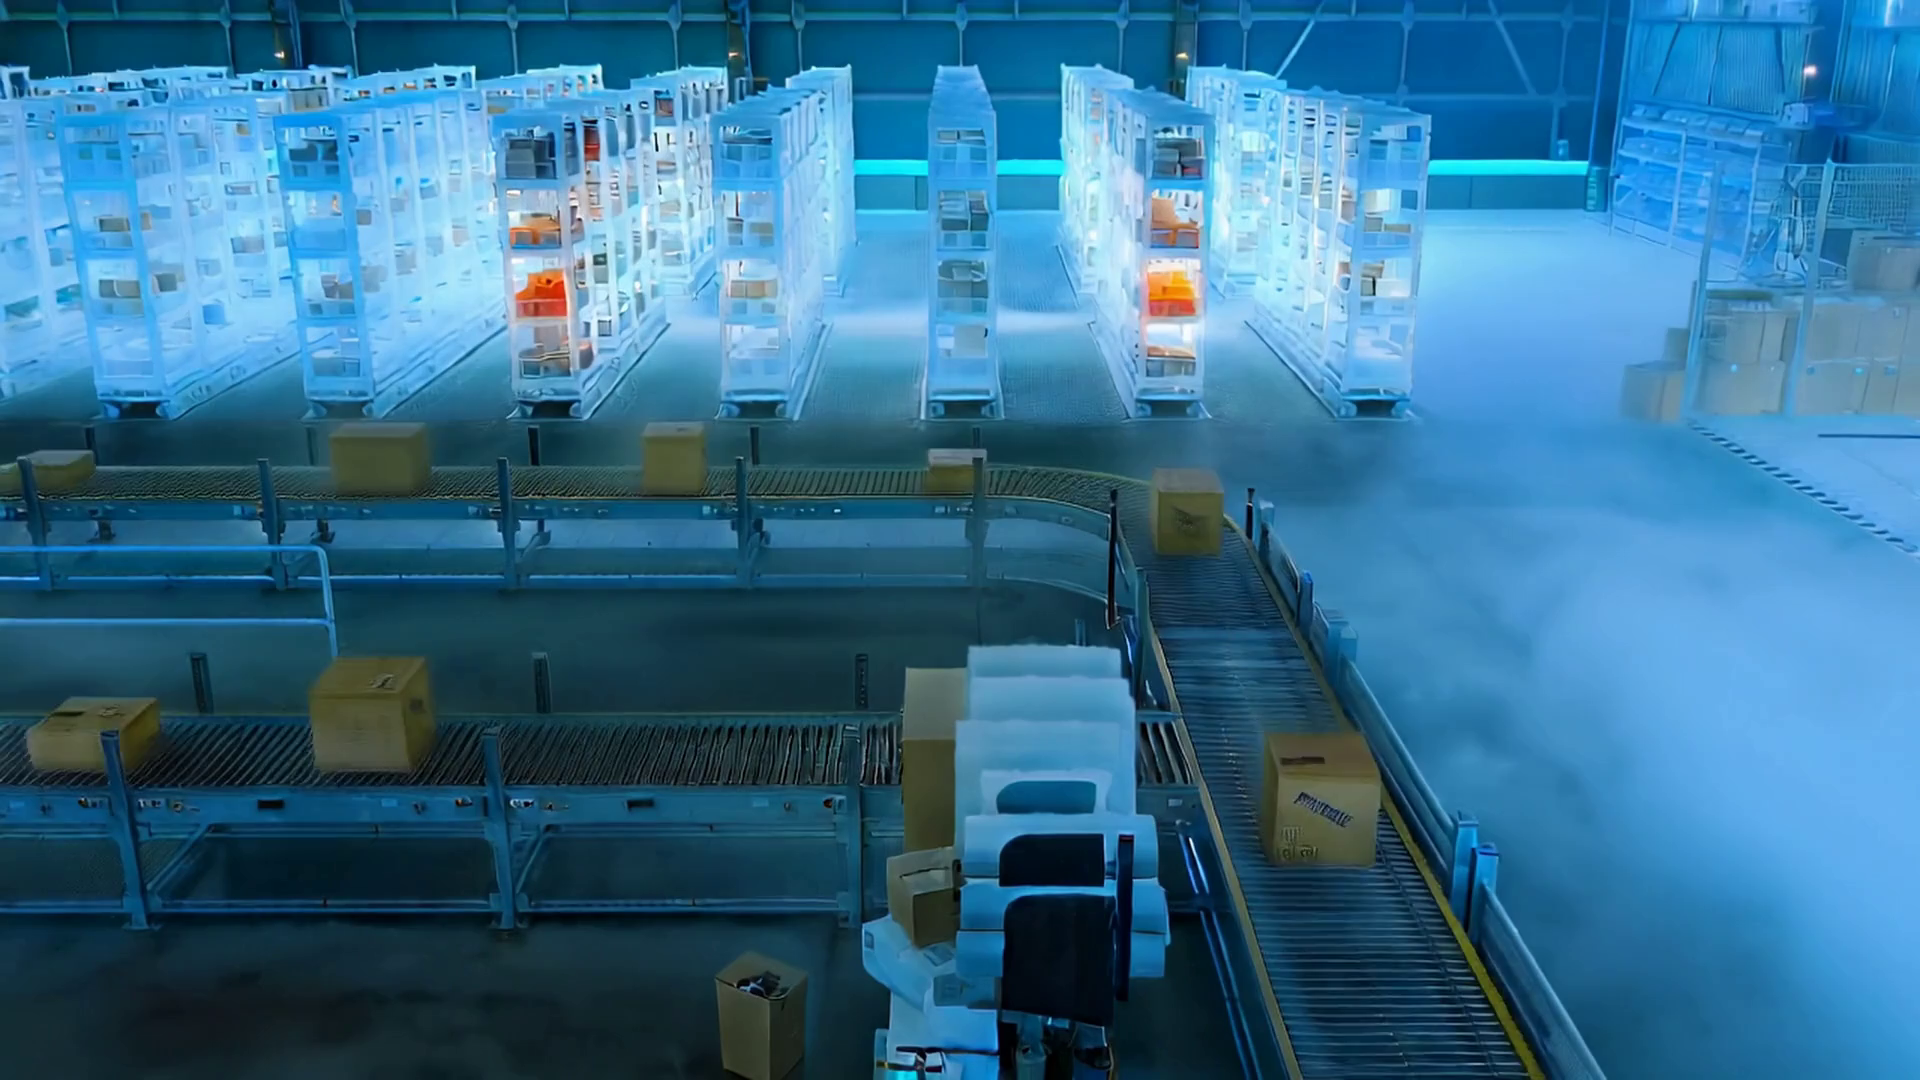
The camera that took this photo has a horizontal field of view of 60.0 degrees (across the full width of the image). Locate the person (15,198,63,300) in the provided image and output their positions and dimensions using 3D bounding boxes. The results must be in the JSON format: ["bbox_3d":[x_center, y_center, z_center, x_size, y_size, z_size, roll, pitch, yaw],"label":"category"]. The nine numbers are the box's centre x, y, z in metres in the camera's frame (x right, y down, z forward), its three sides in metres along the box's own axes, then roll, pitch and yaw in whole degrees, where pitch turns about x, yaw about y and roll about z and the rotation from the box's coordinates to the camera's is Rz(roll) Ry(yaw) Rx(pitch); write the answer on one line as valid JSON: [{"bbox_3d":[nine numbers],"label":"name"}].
[{"bbox_3d":[-15.416,-4.877,27.790,0.864,1.787,0.616,5,19,15],"label":"person"}]
